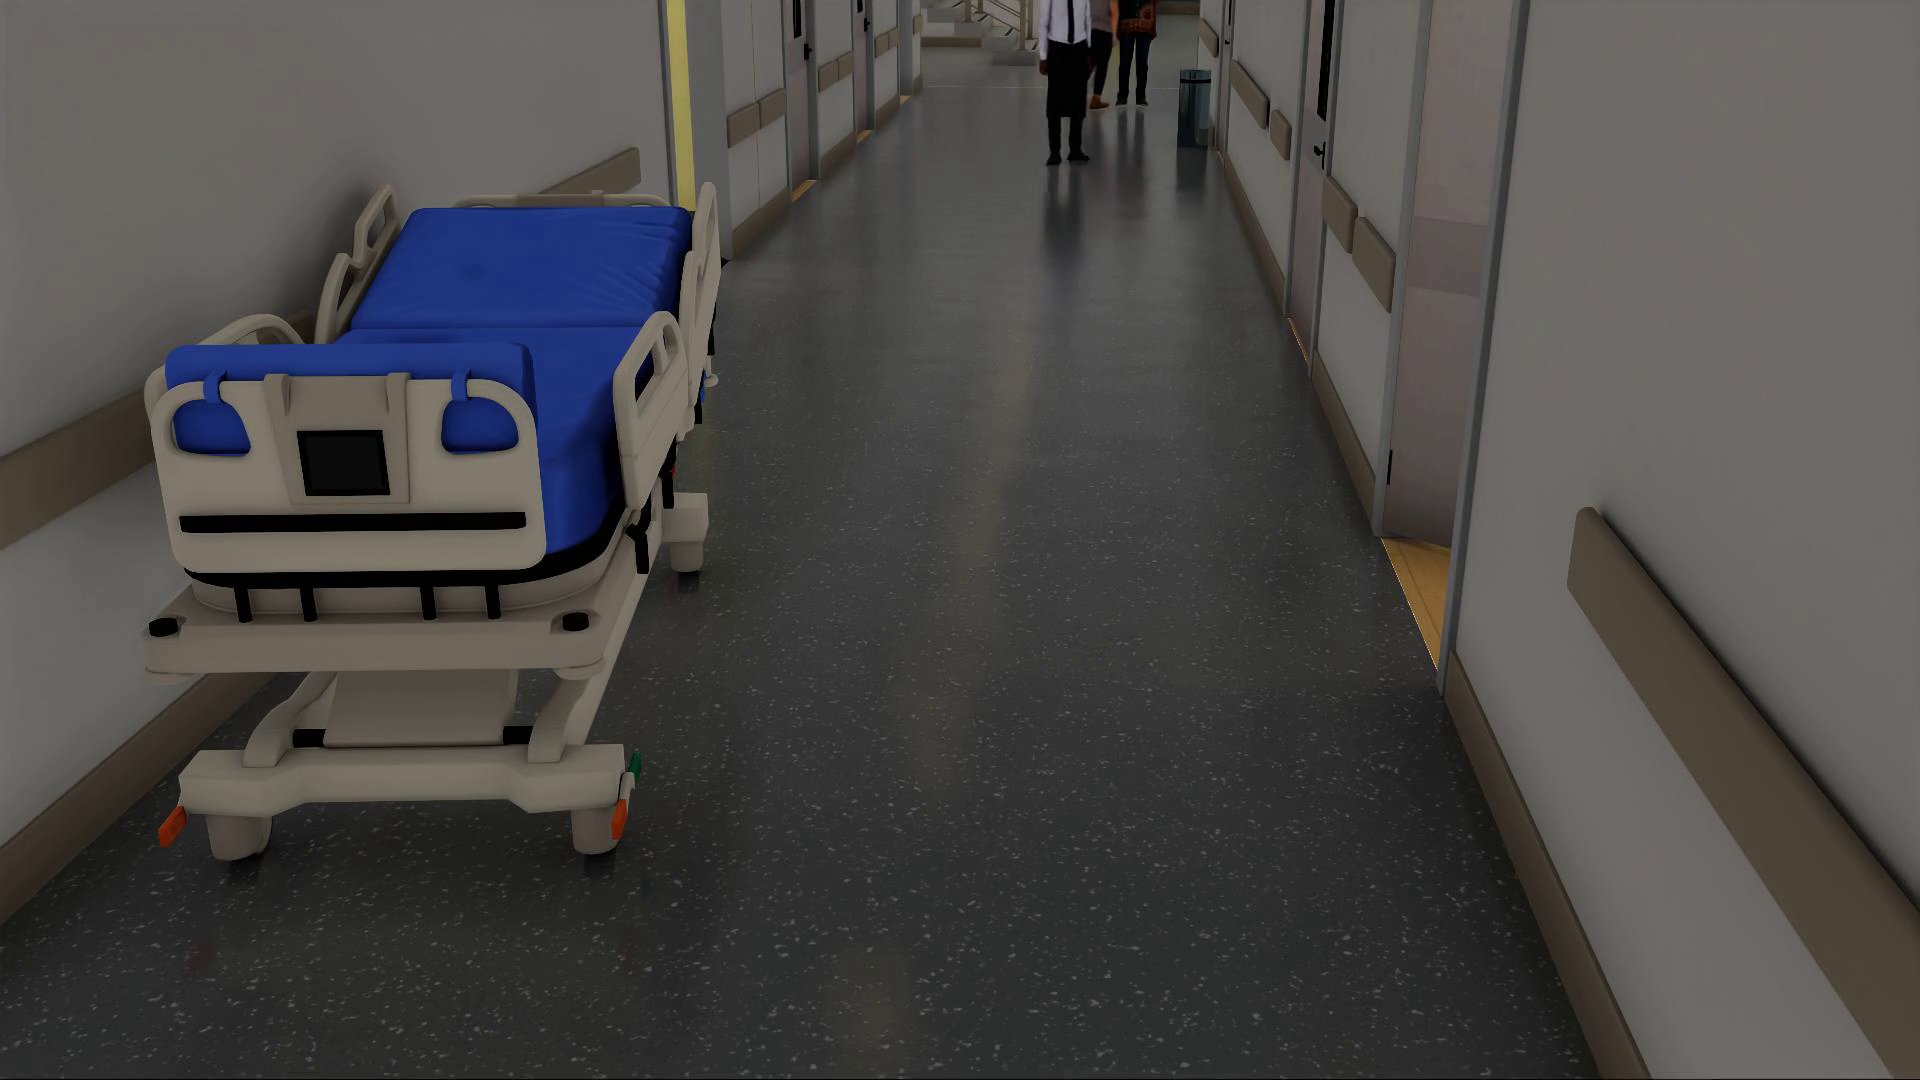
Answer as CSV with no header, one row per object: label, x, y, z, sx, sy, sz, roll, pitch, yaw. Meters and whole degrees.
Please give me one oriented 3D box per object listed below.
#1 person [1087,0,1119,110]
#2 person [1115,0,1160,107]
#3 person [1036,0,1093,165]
person,1.553,-5.782,18.925,0.722,1.700,0.810,13,24,31
person,2.016,-5.909,19.050,0.600,1.807,0.765,1,21,1
person,0.949,-4.297,14.820,0.646,1.830,0.804,-3,21,-9
